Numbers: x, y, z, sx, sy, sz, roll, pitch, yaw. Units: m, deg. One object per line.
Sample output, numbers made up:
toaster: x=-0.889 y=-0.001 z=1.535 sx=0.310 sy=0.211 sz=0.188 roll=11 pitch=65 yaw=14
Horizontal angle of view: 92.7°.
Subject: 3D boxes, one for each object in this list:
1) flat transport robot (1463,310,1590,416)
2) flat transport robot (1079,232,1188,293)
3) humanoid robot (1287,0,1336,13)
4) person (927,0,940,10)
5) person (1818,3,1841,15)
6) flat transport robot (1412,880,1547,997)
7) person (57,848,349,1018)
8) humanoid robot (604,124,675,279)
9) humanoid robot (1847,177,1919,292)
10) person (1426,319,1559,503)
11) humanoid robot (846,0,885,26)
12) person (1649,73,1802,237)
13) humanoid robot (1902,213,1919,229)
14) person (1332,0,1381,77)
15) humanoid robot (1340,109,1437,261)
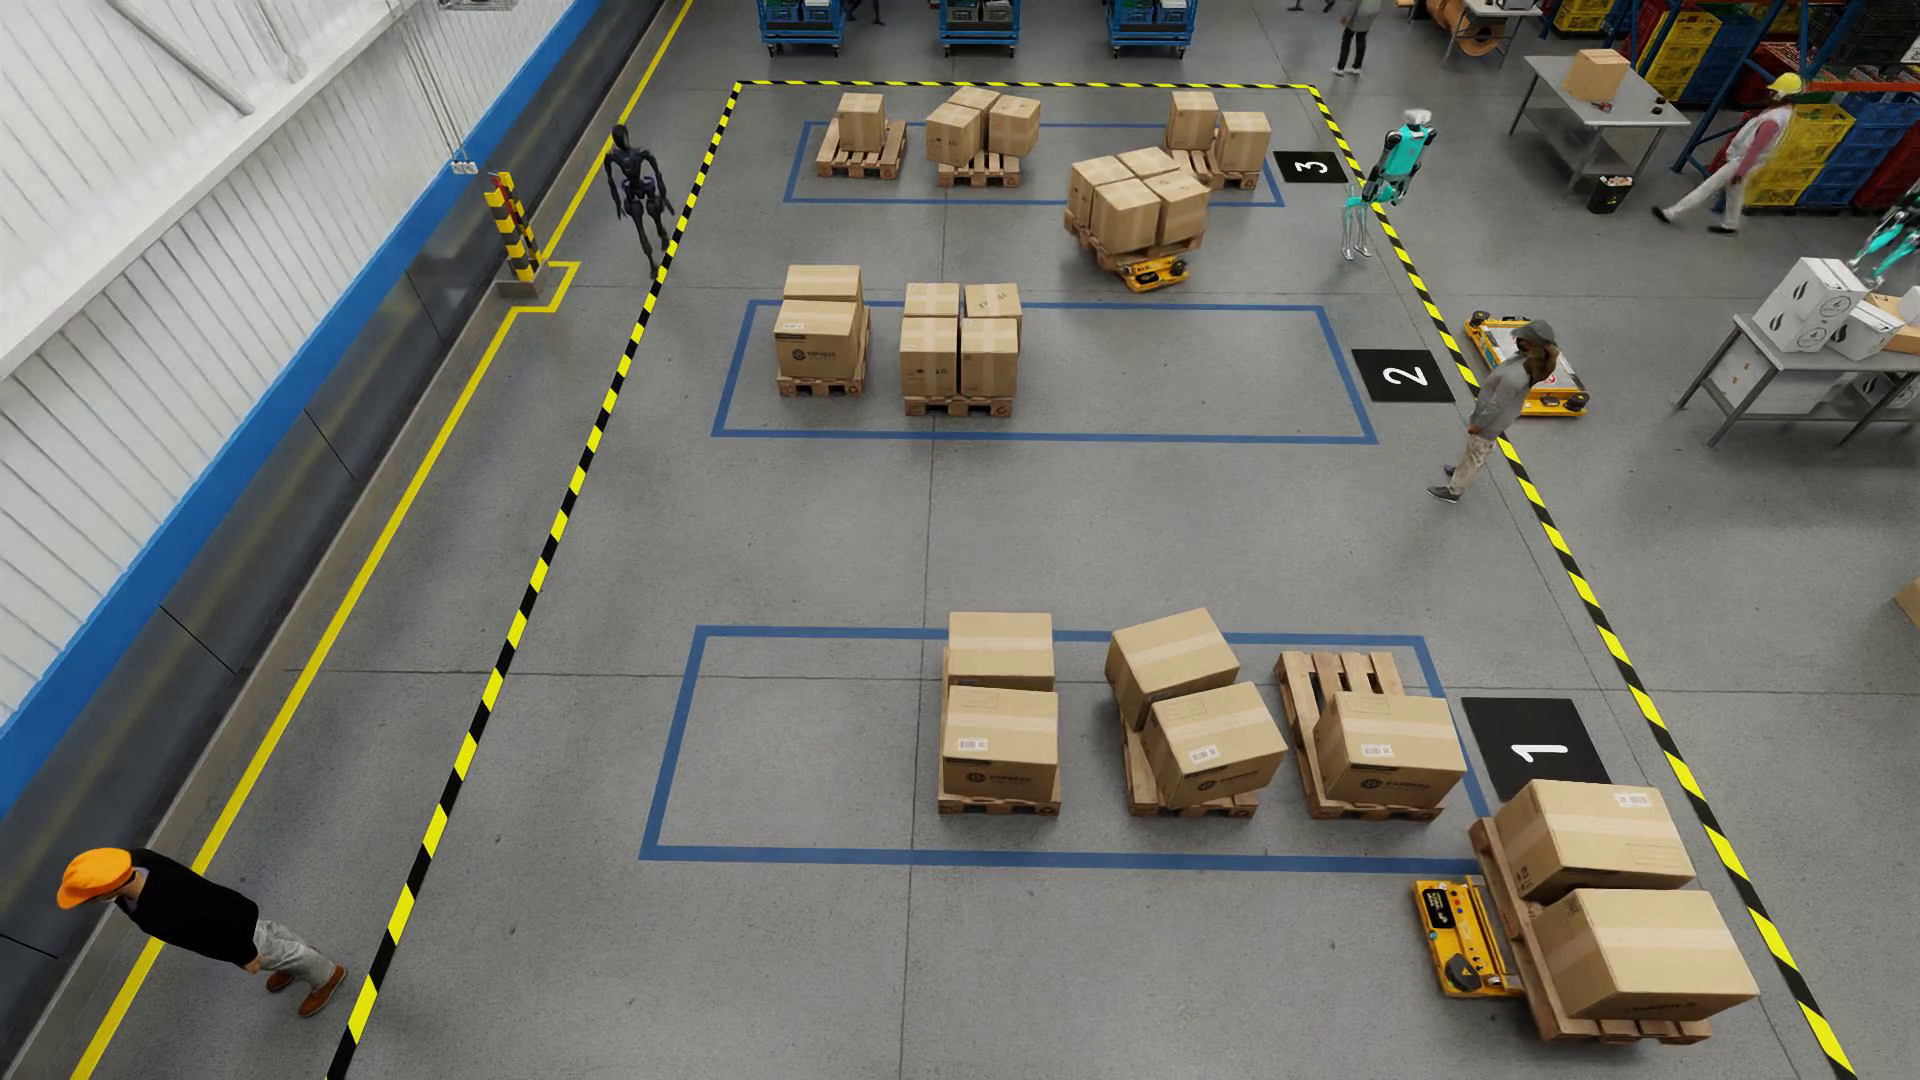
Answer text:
flat transport robot: x=5.573 y=-1.757 z=9.054 sx=0.659 sy=0.231 sz=1.431 roll=1 pitch=49 yaw=1
flat transport robot: x=1.934 y=-3.336 z=10.403 sx=0.652 sy=0.197 sz=1.431 roll=-17 pitch=51 yaw=-14
humanoid robot: x=5.864 y=-9.400 z=14.766 sx=0.728 sy=1.649 sz=0.600 roll=-4 pitch=49 yaw=-4
person: x=-0.398 y=-9.689 z=14.816 sx=0.358 sy=1.937 sz=0.637 roll=-7 pitch=50 yaw=-6
person: x=12.970 y=-8.050 z=13.476 sx=0.675 sy=1.822 sz=0.450 roll=19 pitch=52 yaw=16
flat transport robot: x=3.546 y=2.362 z=5.470 sx=1.431 sy=0.197 sz=0.652 roll=1 pitch=49 yaw=1
person: x=-3.832 y=2.019 z=4.719 sx=0.587 sy=1.880 sz=0.384 roll=25 pitch=54 yaw=20
humanoid robot: x=-3.411 y=-3.696 z=9.836 sx=0.610 sy=1.645 sz=0.739 roll=-7 pitch=50 yaw=-6
humanoid robot: x=9.491 y=-3.067 z=9.225 sx=1.038 sy=1.745 sz=0.554 roll=-27 pitch=54 yaw=-22
person: x=4.347 y=-1.022 z=7.425 sx=0.400 sy=1.769 sz=0.562 roll=35 pitch=58 yaw=27
humanoid robot: x=-1.543 y=-9.013 z=14.433 sx=0.624 sy=1.657 sz=0.590 roll=24 pitch=53 yaw=20
person: x=8.701 y=-4.289 z=10.252 sx=0.918 sy=1.770 sz=0.609 roll=36 pitch=58 yaw=27
humanoid robot: x=11.006 y=-3.934 z=10.013 sx=0.616 sy=1.644 sz=0.476 roll=-5 pitch=49 yaw=-4
person: x=5.722 y=-7.529 z=13.035 sx=0.611 sy=1.816 sz=0.423 roll=-23 pitch=53 yaw=-19
humanoid robot: x=4.466 y=-3.856 z=9.808 sx=0.533 sy=1.681 sz=0.735 roll=-11 pitch=50 yaw=-9
